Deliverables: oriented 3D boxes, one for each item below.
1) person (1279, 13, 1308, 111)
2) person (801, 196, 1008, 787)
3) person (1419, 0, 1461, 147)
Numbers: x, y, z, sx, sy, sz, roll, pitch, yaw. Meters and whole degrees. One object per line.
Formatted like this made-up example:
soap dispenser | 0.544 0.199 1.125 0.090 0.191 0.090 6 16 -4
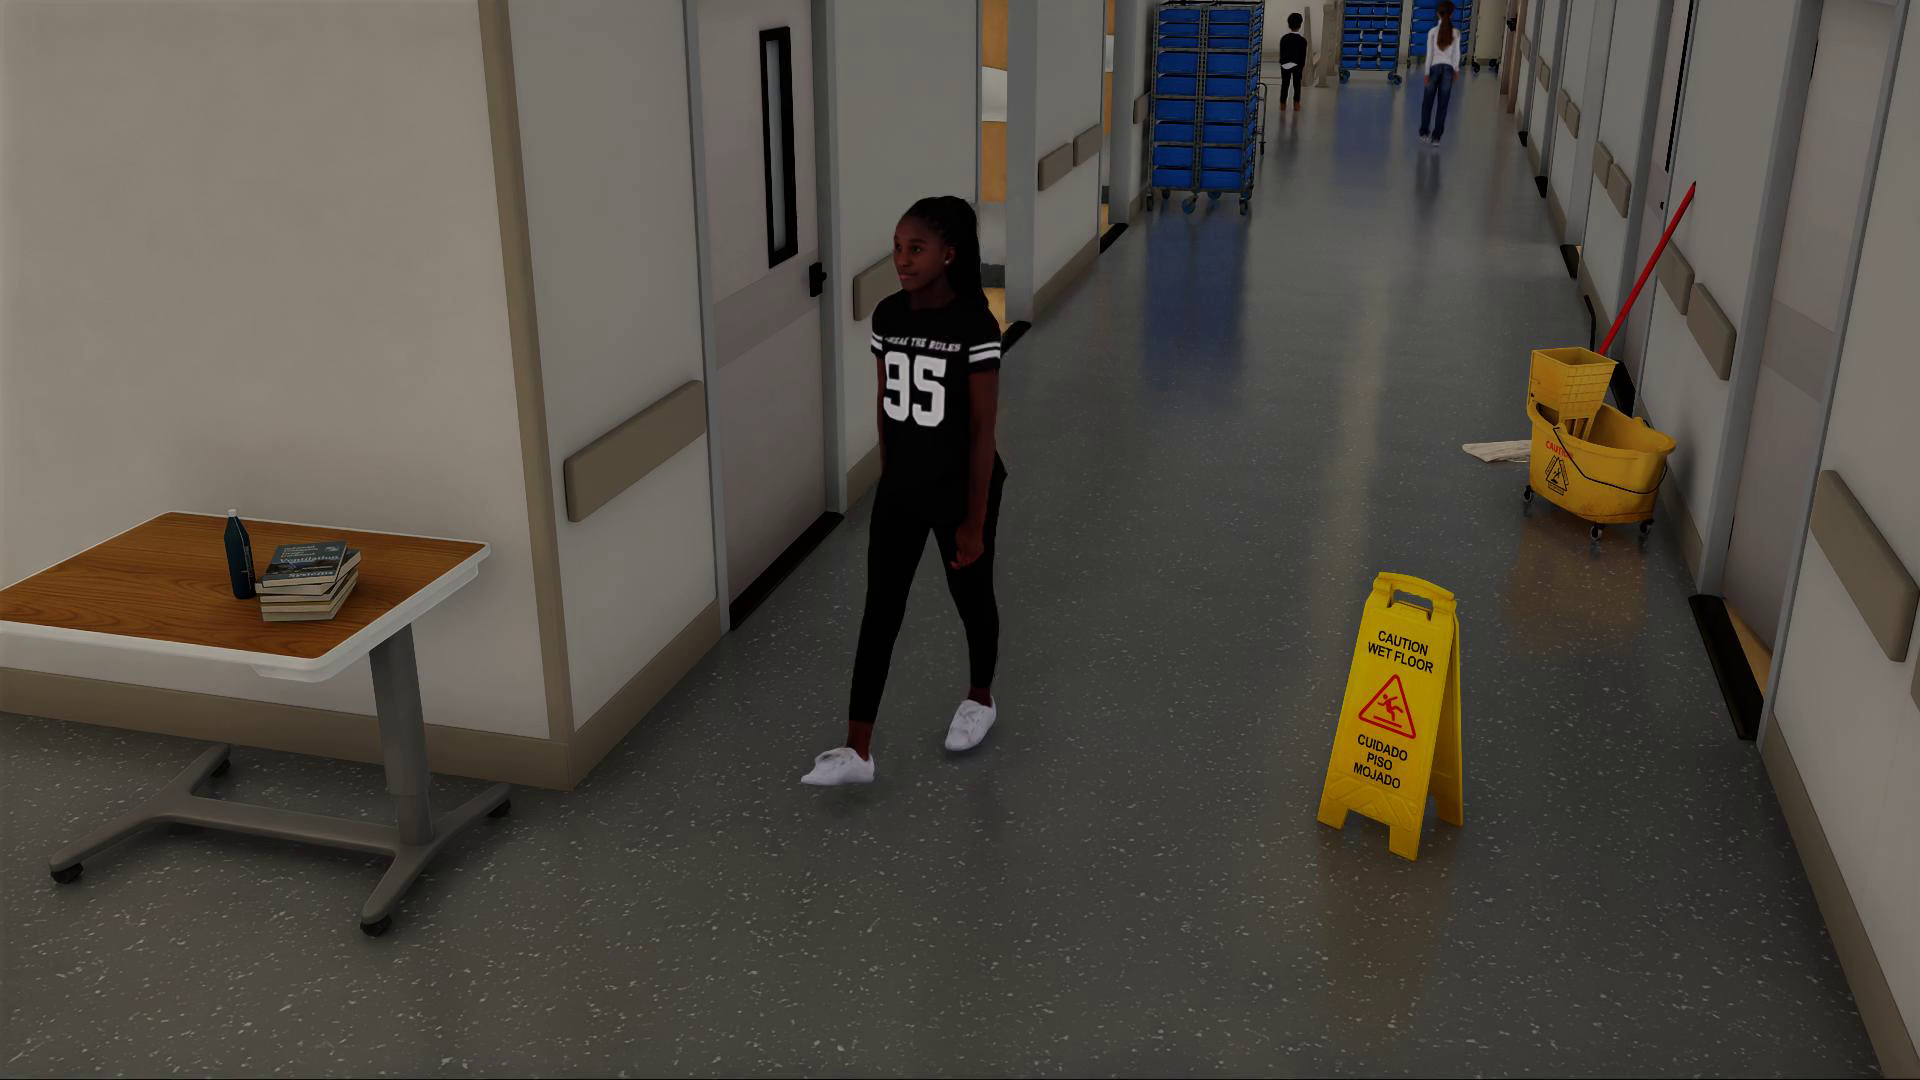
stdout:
person | 4.343 -6.250 21.731 0.492 1.223 0.457 6 21 14
person | -0.013 -0.136 4.916 0.832 1.700 1.133 12 24 28
person | 5.280 -5.102 18.262 0.516 1.532 0.844 6 22 16
